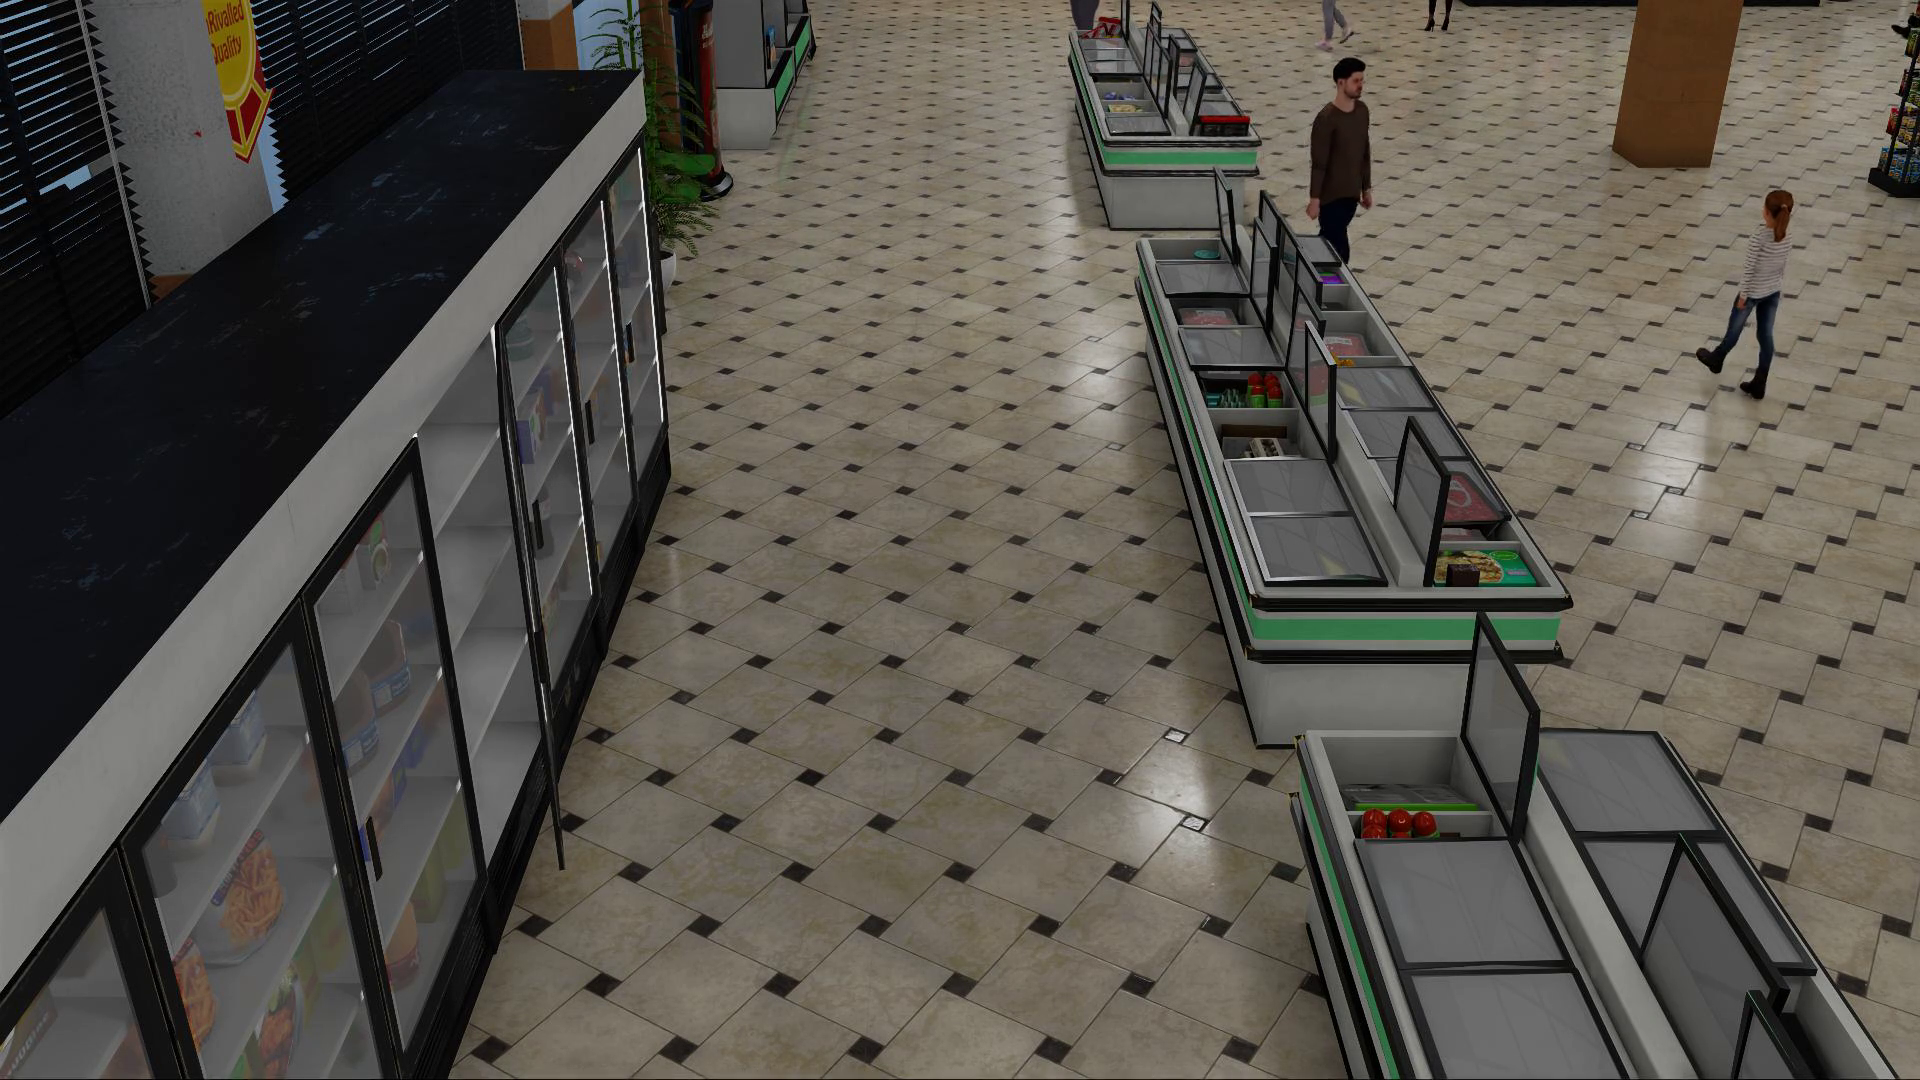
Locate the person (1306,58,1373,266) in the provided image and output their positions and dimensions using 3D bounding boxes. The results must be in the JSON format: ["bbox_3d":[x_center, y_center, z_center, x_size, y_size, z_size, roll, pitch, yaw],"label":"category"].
[{"bbox_3d":[2.558,-2.409,11.595,1.151,1.855,1.230,-24,35,-39],"label":"person"}]

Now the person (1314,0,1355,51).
[{"bbox_3d":[4.764,-6.974,20.880,0.812,1.599,0.774,17,31,30],"label":"person"}]

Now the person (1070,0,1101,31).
[{"bbox_3d":[1.456,-6.218,19.216,0.734,1.756,0.573,2,27,4],"label":"person"}]

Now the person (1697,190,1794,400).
[{"bbox_3d":[5.078,-1.519,10.462,0.569,1.294,0.892,-4,27,-8],"label":"person"}]

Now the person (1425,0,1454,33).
[{"bbox_3d":[6.428,-7.710,22.072,0.619,1.834,0.526,-2,27,-3],"label":"person"}]
